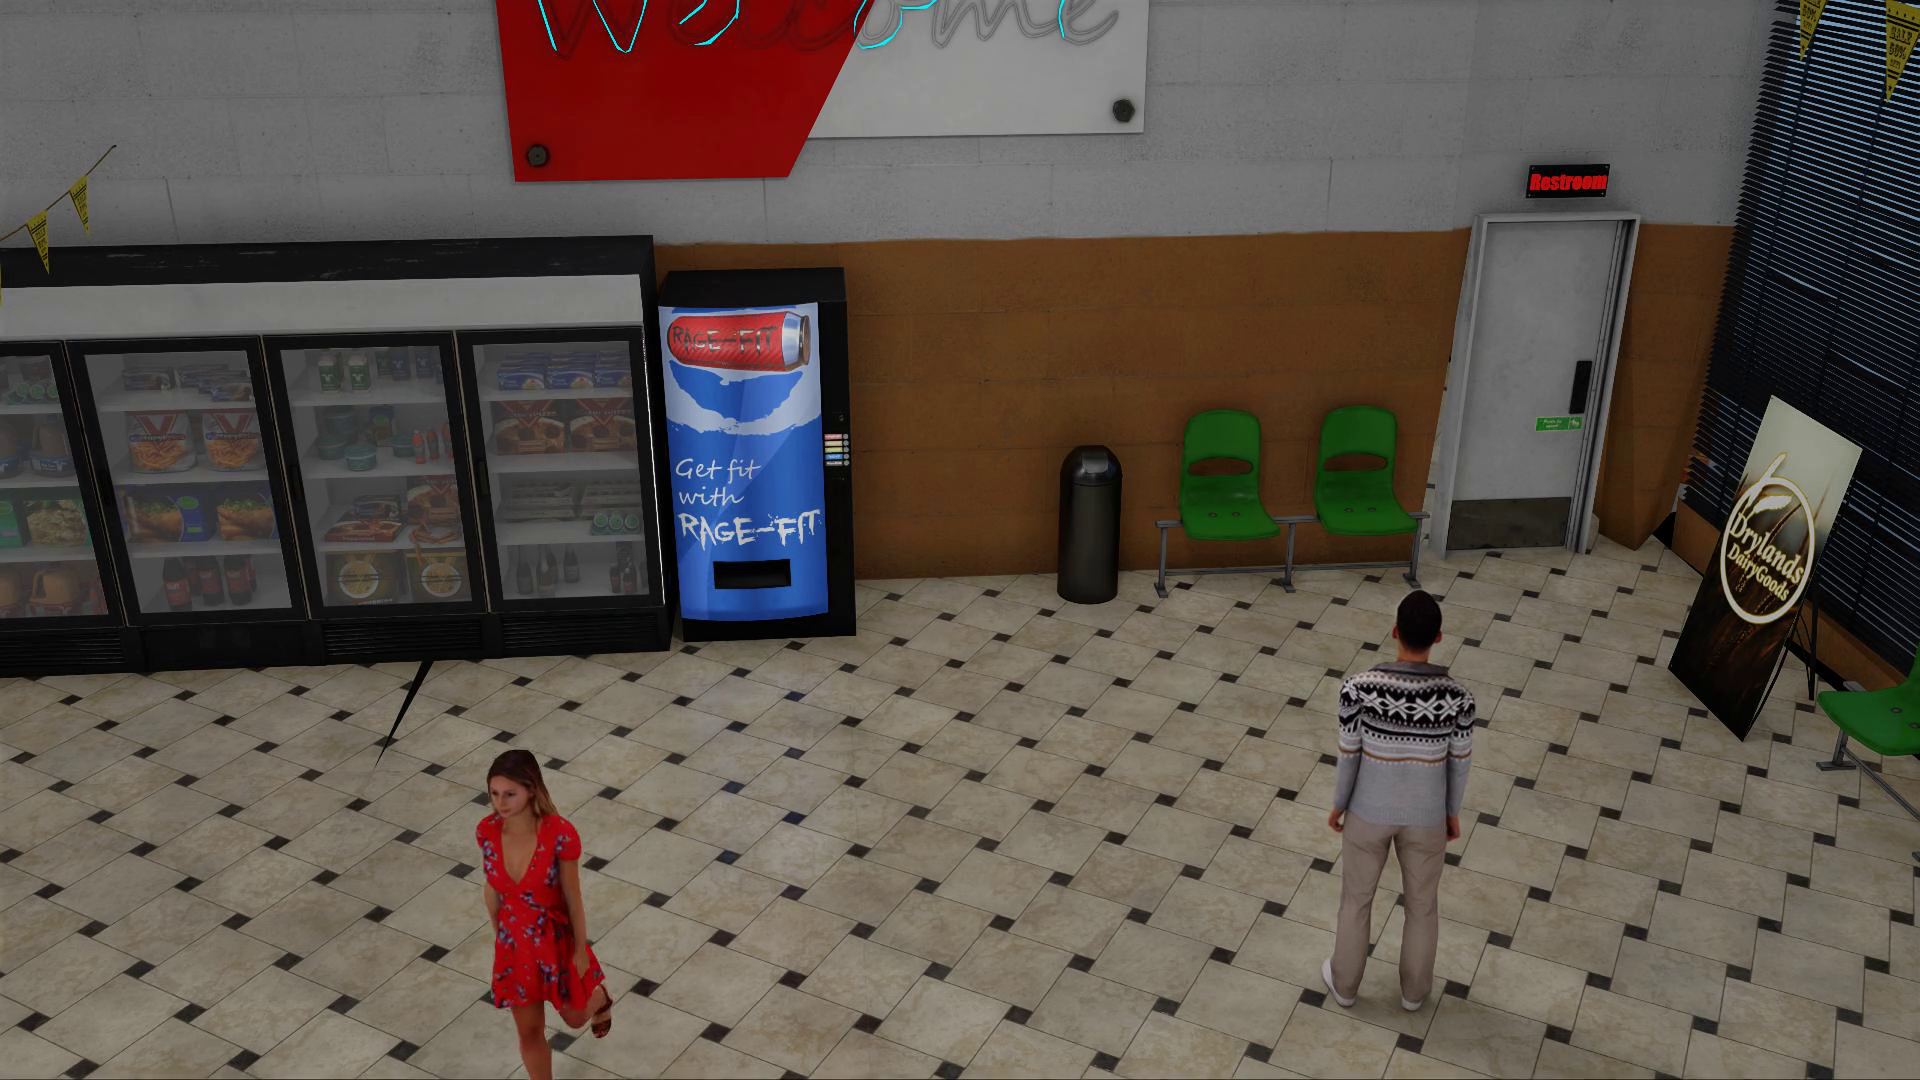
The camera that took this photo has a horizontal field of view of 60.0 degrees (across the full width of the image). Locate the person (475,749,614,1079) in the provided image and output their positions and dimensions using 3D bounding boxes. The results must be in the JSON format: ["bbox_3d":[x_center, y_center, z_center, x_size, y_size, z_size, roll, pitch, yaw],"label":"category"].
[{"bbox_3d":[-1.511,1.445,6.158,0.701,1.578,0.941,4,24,9],"label":"person"}]

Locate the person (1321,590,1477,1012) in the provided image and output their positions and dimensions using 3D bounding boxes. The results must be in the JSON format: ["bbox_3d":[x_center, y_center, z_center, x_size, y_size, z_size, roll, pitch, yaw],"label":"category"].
[{"bbox_3d":[1.749,1.071,6.660,0.729,1.861,0.649,3,24,7],"label":"person"}]
